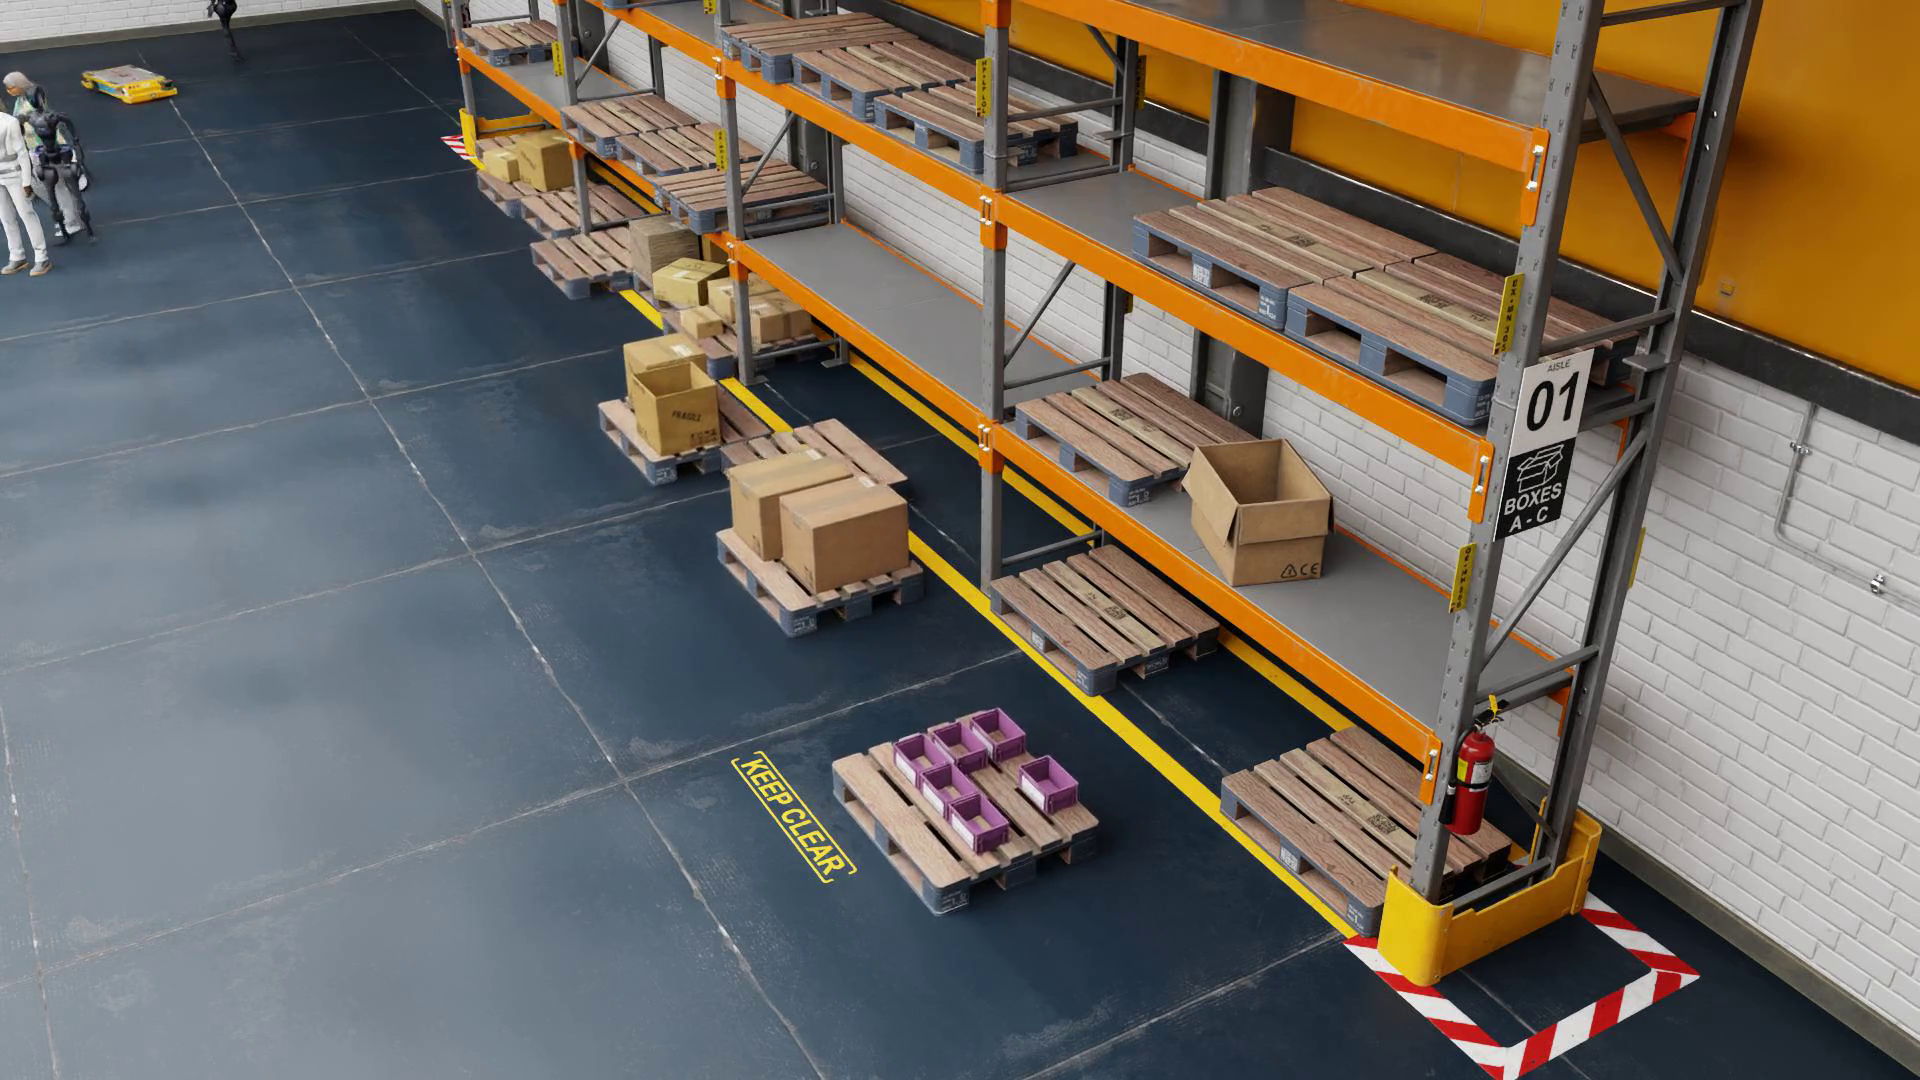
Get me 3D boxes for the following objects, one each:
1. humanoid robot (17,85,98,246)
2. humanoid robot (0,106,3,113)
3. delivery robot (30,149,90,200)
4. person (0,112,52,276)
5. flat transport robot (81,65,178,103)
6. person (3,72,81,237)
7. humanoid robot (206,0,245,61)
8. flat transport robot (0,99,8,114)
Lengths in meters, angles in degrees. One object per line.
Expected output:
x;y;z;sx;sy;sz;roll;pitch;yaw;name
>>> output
-9.218;-3.818;16.957;0.609;1.653;0.310;-8;30;-13;humanoid robot
-10.750;-4.601;18.368;0.739;1.875;0.542;21;36;32;humanoid robot
-10.263;-4.157;18.673;0.777;0.587;0.499;-23;37;-34;delivery robot
-9.296;-3.506;16.185;0.573;1.882;0.356;4;30;8;person
-11.280;-6.181;22.544;1.431;0.231;0.659;23;37;35;flat transport robot
-9.498;-3.996;17.231;0.530;1.696;0.449;26;39;38;person
-10.573;-7.698;23.792;0.380;1.655;0.597;3;30;5;humanoid robot
-11.328;-4.016;18.721;0.659;0.231;1.431;-2;30;-4;flat transport robot
